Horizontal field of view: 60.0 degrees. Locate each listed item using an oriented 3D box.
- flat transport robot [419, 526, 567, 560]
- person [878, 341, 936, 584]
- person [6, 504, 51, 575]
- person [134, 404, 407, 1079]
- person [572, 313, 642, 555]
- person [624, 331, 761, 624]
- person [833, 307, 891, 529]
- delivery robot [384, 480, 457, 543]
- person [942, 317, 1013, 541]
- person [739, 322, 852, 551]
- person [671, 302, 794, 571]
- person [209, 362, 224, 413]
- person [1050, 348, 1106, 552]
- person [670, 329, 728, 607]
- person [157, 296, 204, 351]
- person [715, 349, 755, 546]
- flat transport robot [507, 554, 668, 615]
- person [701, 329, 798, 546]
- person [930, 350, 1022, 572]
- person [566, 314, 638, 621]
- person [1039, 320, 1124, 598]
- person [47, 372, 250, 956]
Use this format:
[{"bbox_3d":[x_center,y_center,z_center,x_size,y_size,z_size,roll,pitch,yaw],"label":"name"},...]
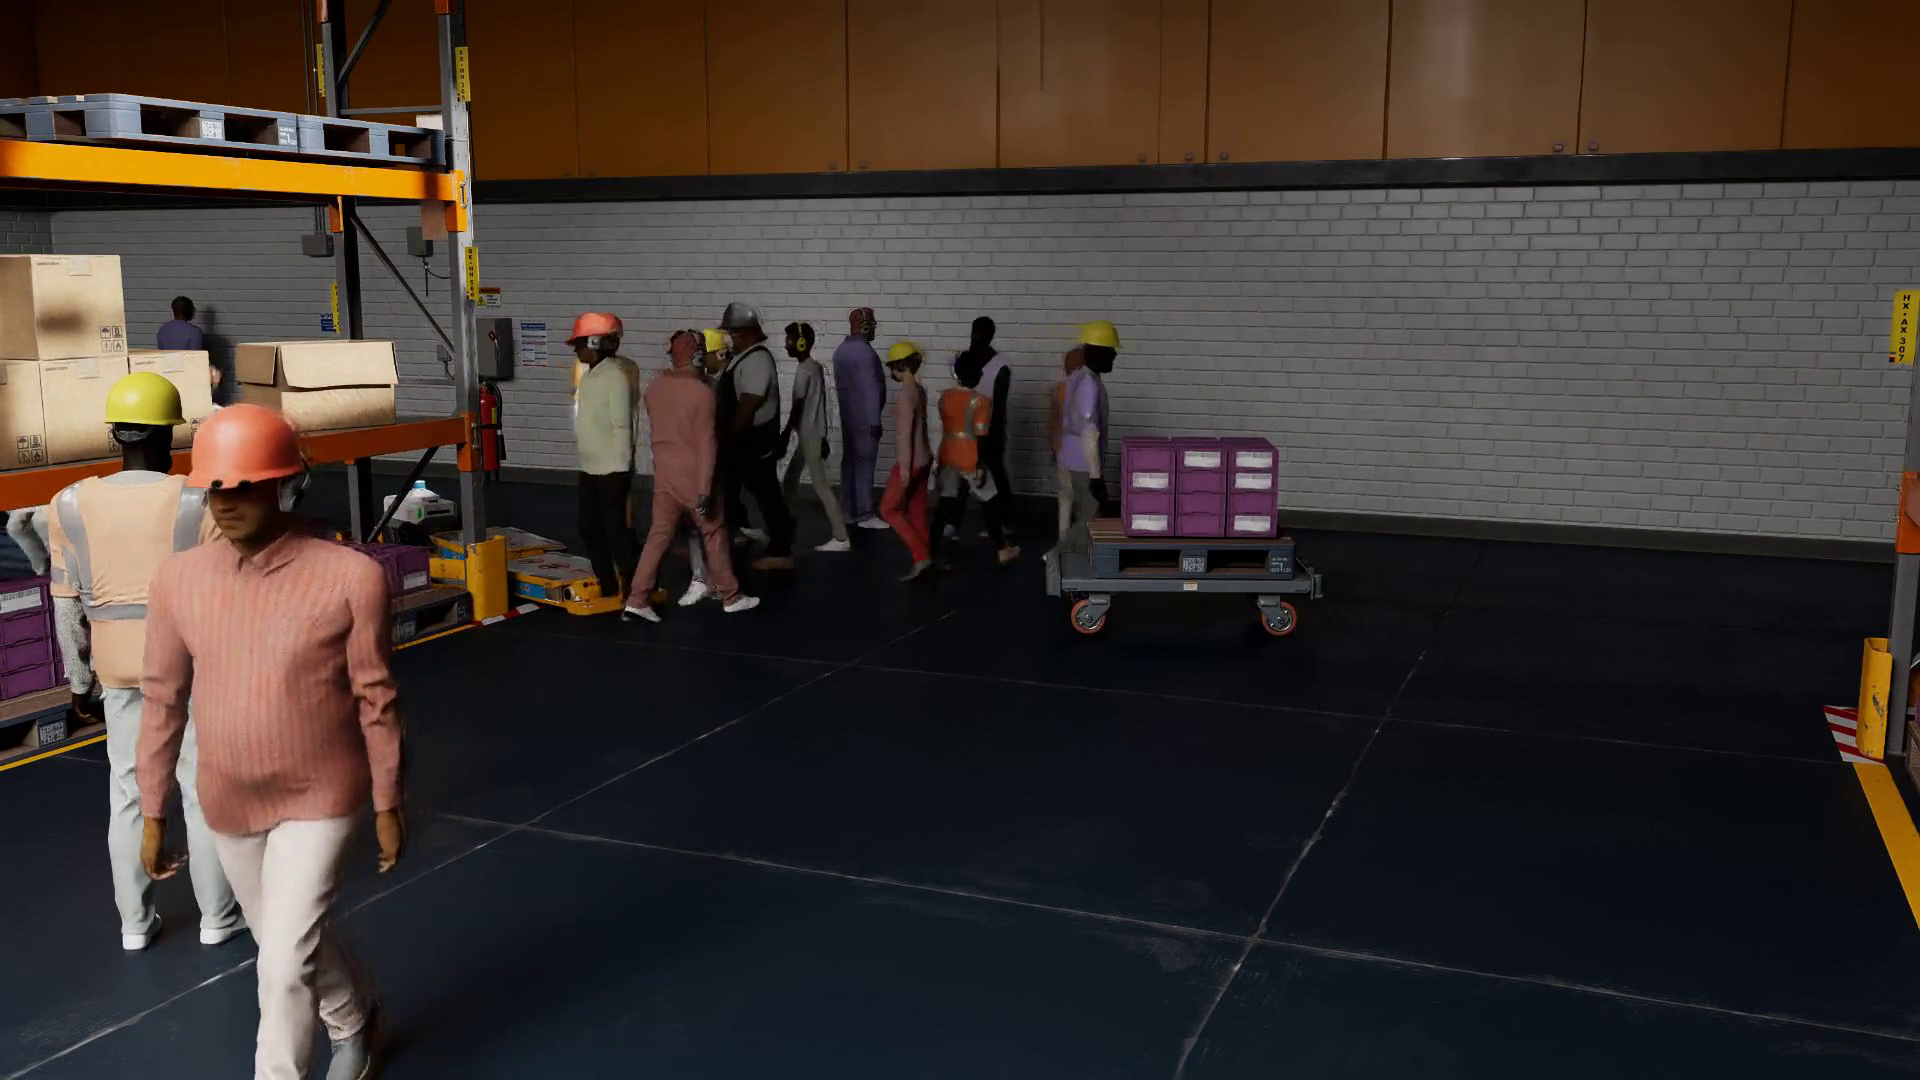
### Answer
[{"bbox_3d":[-3.514,0.080,12.507,0.652,0.197,1.431,-7,12,-36],"label":"flat transport robot"},{"bbox_3d":[-0.368,-0.536,11.814,0.403,1.742,0.529,2,10,14],"label":"person"},{"bbox_3d":[-6.244,-0.375,11.214,0.499,1.611,0.534,-8,12,-39],"label":"person"},{"bbox_3d":[-1.711,0.618,4.188,0.636,1.952,1.016,1,9,6],"label":"person"},{"bbox_3d":[-2.795,-0.849,13.231,0.551,1.913,0.770,-4,10,-21],"label":"person"},{"bbox_3d":[-1.755,-0.397,10.614,0.649,1.864,0.983,7,12,36],"label":"person"},{"bbox_3d":[-0.832,-1.051,14.414,0.406,1.911,0.636,-5,11,-29],"label":"person"},{"bbox_3d":[-4.304,-0.231,13.250,0.477,0.478,0.707,-8,12,-41],"label":"delivery robot"},{"bbox_3d":[0.127,-0.896,13.639,0.678,1.850,0.950,9,13,43],"label":"person"},{"bbox_3d":[-1.302,-0.797,13.174,0.951,1.814,0.504,0,9,2],"label":"person"},{"bbox_3d":[-1.677,-0.770,12.309,0.906,2.000,0.691,-3,10,-19],"label":"person"},{"bbox_3d":[-5.133,-0.420,11.439,0.532,1.615,0.510,7,12,37],"label":"person"},{"bbox_3d":[0.930,-0.694,13.098,0.535,1.621,0.377,7,11,35],"label":"person"},{"bbox_3d":[-1.814,-0.476,11.105,0.551,1.844,0.567,-6,11,-34],"label":"person"},{"bbox_3d":[-8.570,-1.731,18.437,0.635,1.938,0.359,4,10,23],"label":"person"},{"bbox_3d":[-1.799,-0.878,13.556,0.325,1.843,0.516,4,10,21],"label":"person"},{"bbox_3d":[-2.695,0.279,11.304,1.431,0.197,0.652,8,12,41],"label":"flat transport robot"},{"bbox_3d":[-1.687,-0.747,12.938,0.738,1.790,0.644,-3,10,-19],"label":"person"},{"bbox_3d":[0.050,-0.590,12.406,0.537,1.642,0.901,8,12,39],"label":"person"},{"bbox_3d":[-2.277,-0.462,10.735,0.391,1.961,0.697,-8,12,-40],"label":"person"},{"bbox_3d":[0.869,-0.540,11.321,0.476,1.907,0.605,0,9,-1],"label":"person"},{"bbox_3d":[-2.638,0.412,5.489,0.594,1.926,0.367,-1,9,-8],"label":"person"}]
